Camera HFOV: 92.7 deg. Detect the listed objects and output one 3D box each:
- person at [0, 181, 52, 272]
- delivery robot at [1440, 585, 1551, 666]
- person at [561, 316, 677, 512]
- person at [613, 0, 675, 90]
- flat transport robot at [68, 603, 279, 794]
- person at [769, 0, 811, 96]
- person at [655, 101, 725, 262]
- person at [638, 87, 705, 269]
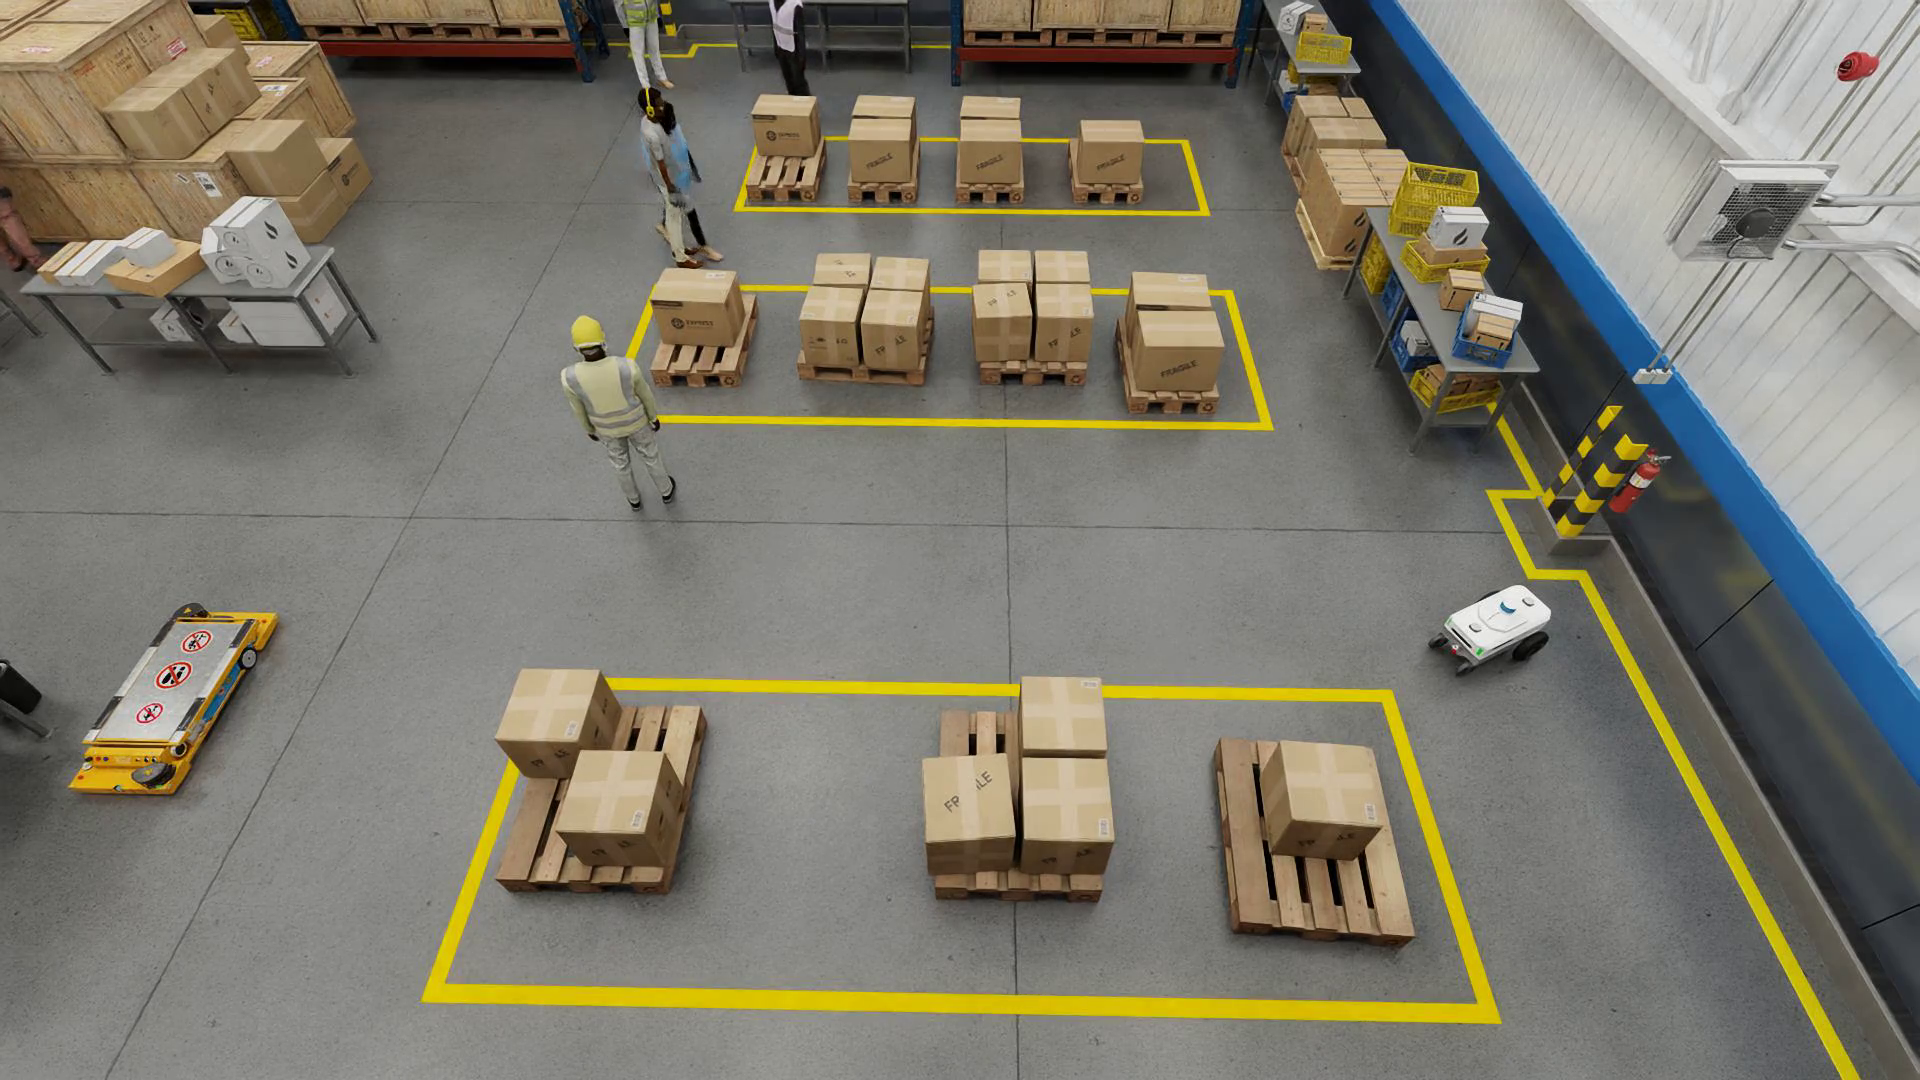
[{"bbox_3d":[-10.144,-3.660,9.394,0.651,1.899,0.397,0,50,0],"label":"person"},{"bbox_3d":[3.856,0.598,6.599,0.707,0.478,0.477,-20,53,-16],"label":"delivery robot"},{"bbox_3d":[-2.642,-0.944,7.137,0.586,1.825,0.403,-13,51,-10],"label":"person"},{"bbox_3d":[-4.236,-6.916,12.179,0.429,1.845,0.625,33,57,25],"label":"person"},{"bbox_3d":[-5.504,1.072,6.442,0.652,0.197,1.431,1,50,1],"label":"flat transport robot"},{"bbox_3d":[-2.121,-6.158,11.490,0.373,1.914,0.597,-37,59,-27],"label":"person"},{"bbox_3d":[-3.009,-3.786,9.641,0.804,1.671,0.530,9,50,8],"label":"person"},{"bbox_3d":[-3.008,-3.700,9.440,0.311,1.869,0.530,-16,52,-13],"label":"person"}]
